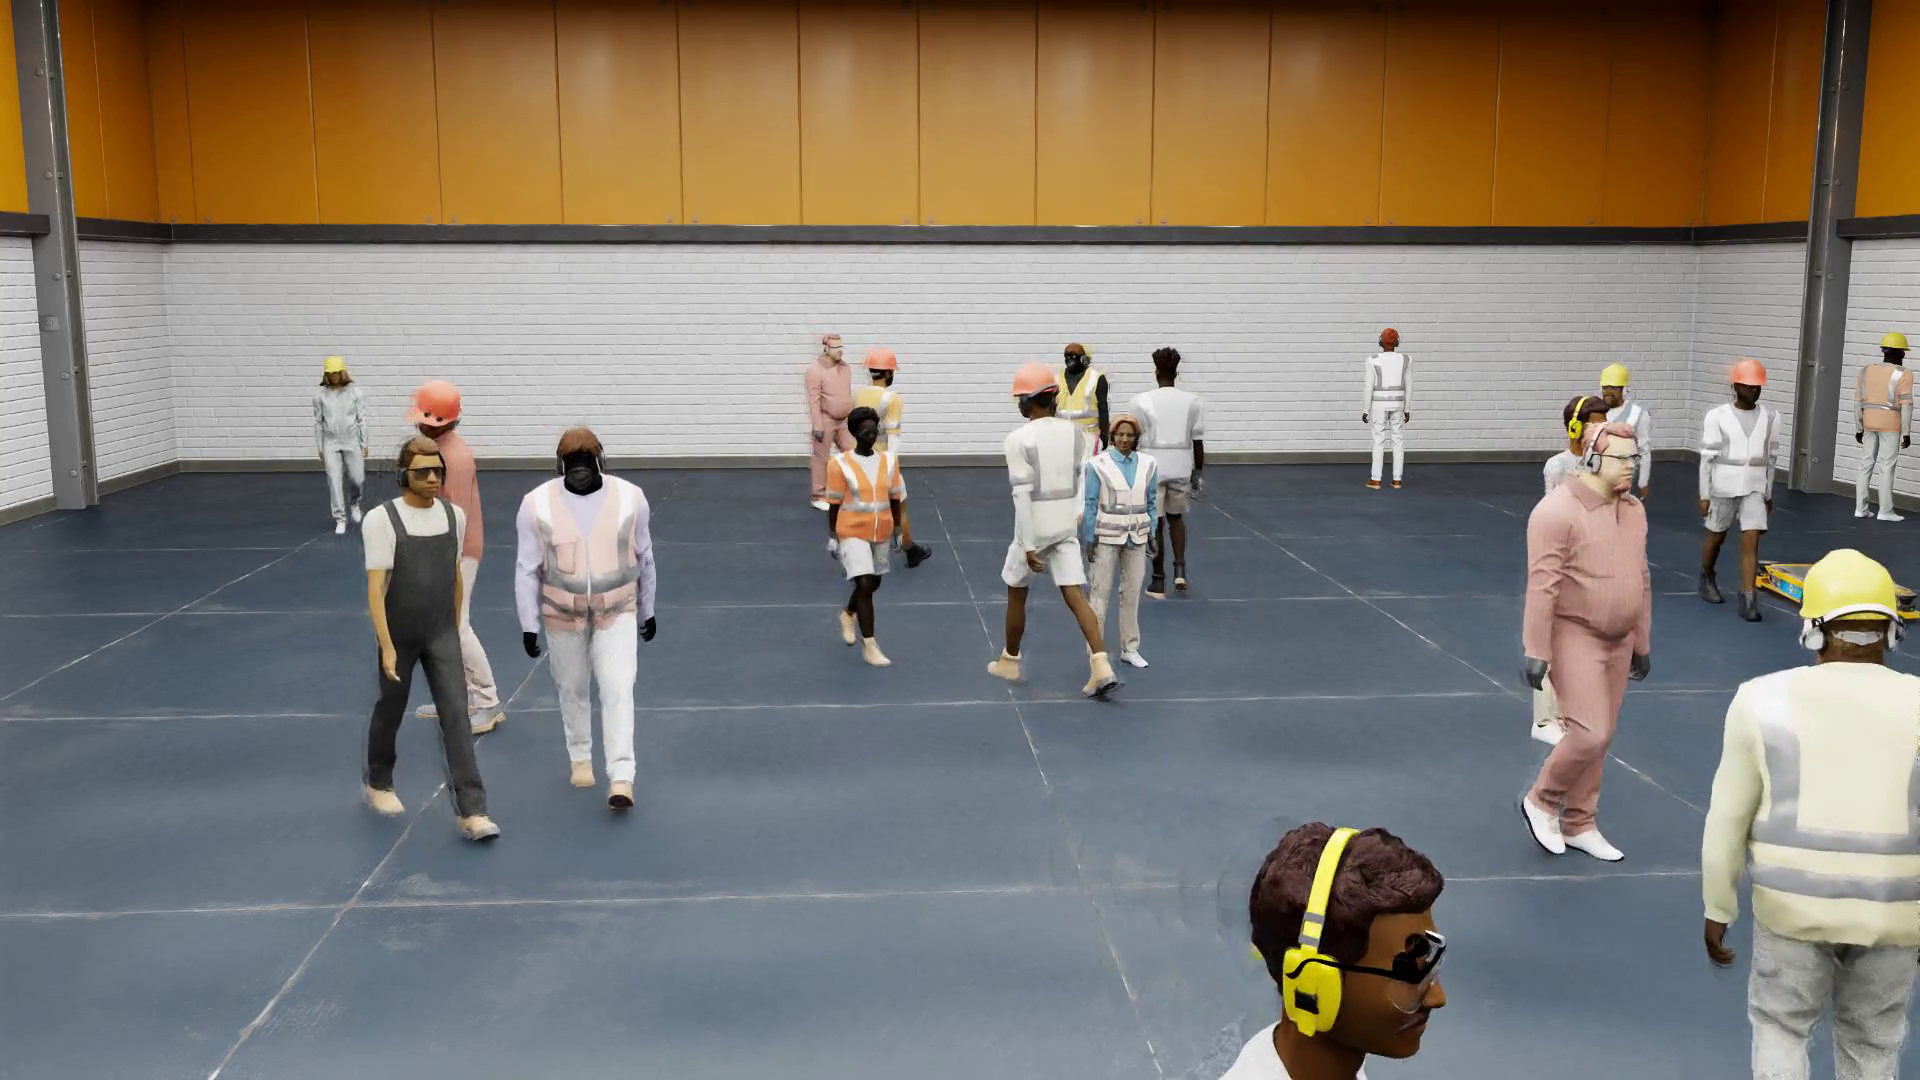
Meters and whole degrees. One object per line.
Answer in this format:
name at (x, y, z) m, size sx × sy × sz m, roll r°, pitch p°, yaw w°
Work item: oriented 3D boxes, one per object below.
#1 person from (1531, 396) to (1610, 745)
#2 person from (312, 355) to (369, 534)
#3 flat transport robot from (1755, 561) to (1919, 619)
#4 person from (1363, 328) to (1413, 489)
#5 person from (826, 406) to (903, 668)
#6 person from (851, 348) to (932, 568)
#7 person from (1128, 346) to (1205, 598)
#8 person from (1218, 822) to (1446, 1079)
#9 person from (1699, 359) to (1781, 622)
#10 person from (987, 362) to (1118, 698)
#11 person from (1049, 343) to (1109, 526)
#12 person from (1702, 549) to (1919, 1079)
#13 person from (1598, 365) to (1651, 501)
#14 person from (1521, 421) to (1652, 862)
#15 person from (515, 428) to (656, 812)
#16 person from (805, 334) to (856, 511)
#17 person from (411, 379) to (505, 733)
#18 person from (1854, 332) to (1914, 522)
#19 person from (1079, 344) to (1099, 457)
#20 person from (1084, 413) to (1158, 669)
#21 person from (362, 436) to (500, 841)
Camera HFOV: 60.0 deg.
person at (3.286, 0.166, 8.886) m, size 0.329 × 1.861 × 0.511 m, roll 8°, pitch 12°, yaw 43°
person at (-6.037, -0.941, 16.233) m, size 0.494 × 1.729 × 0.504 m, roll -3°, pitch 10°, yaw -19°
flat transport robot at (6.601, 0.367, 12.594) m, size 0.652 × 0.197 × 1.431 m, roll 1°, pitch 9°, yaw 5°
person at (5.009, -1.536, 19.501) m, size 0.572 × 1.883 × 0.356 m, roll 0°, pitch 9°, yaw -3°
person at (-0.650, -0.051, 10.855) m, size 0.536 × 1.671 × 0.787 m, roll -6°, pitch 11°, yaw -32°
person at (-0.639, -0.656, 13.952) m, size 0.569 × 1.882 × 0.976 m, roll 7°, pitch 12°, yaw 38°
person at (1.572, -0.524, 12.938) m, size 0.632 × 1.948 × 0.476 m, roll -2°, pitch 9°, yaw -12°
person at (0.515, 1.264, 2.077) m, size 0.900 × 1.834 × 0.520 m, roll 6°, pitch 11°, yaw 33°
person at (5.758, -0.397, 12.329) m, size 0.557 × 1.892 × 1.007 m, roll 1°, pitch 9°, yaw 8°
person at (0.547, -0.060, 9.919) m, size 0.602 × 2.000 × 1.073 m, roll -6°, pitch 11°, yaw -31°
person at (1.107, -1.044, 16.607) m, size 0.663 × 1.812 × 0.804 m, roll 4°, pitch 10°, yaw 26°
person at (2.225, 0.934, 4.221) m, size 0.636 × 1.808 × 0.567 m, roll 3°, pitch 10°, yaw 20°
person at (5.310, -0.546, 13.614) m, size 0.609 × 1.784 × 0.965 m, roll 8°, pitch 12°, yaw 41°
person at (2.694, 0.440, 7.052) m, size 0.675 × 1.891 × 0.427 m, roll -6°, pitch 11°, yaw -32°
person at (-1.756, 0.368, 7.845) m, size 0.651 × 1.785 × 0.974 m, roll -2°, pitch 9°, yaw -12°
person at (-1.282, -1.223, 17.519) m, size 0.791 × 1.877 × 0.681 m, roll 8°, pitch 12°, yaw 41°
person at (-2.812, 0.085, 9.131) m, size 0.393 × 1.951 × 0.688 m, roll -6°, pitch 11°, yaw -31°
person at (9.421, -1.152, 16.955) m, size 0.378 × 1.922 × 0.593 m, roll -4°, pitch 10°, yaw -26°
person at (1.322, -1.245, 18.059) m, size 0.522 × 1.761 × 0.327 m, roll 1°, pitch 9°, yaw 9°
person at (1.019, 0.013, 10.538) m, size 0.520 × 1.636 × 0.312 m, roll -3°, pitch 10°, yaw -21°
person at (-2.436, 0.429, 7.472) m, size 0.532 × 1.800 × 0.991 m, roll -9°, pitch 12°, yaw -43°
